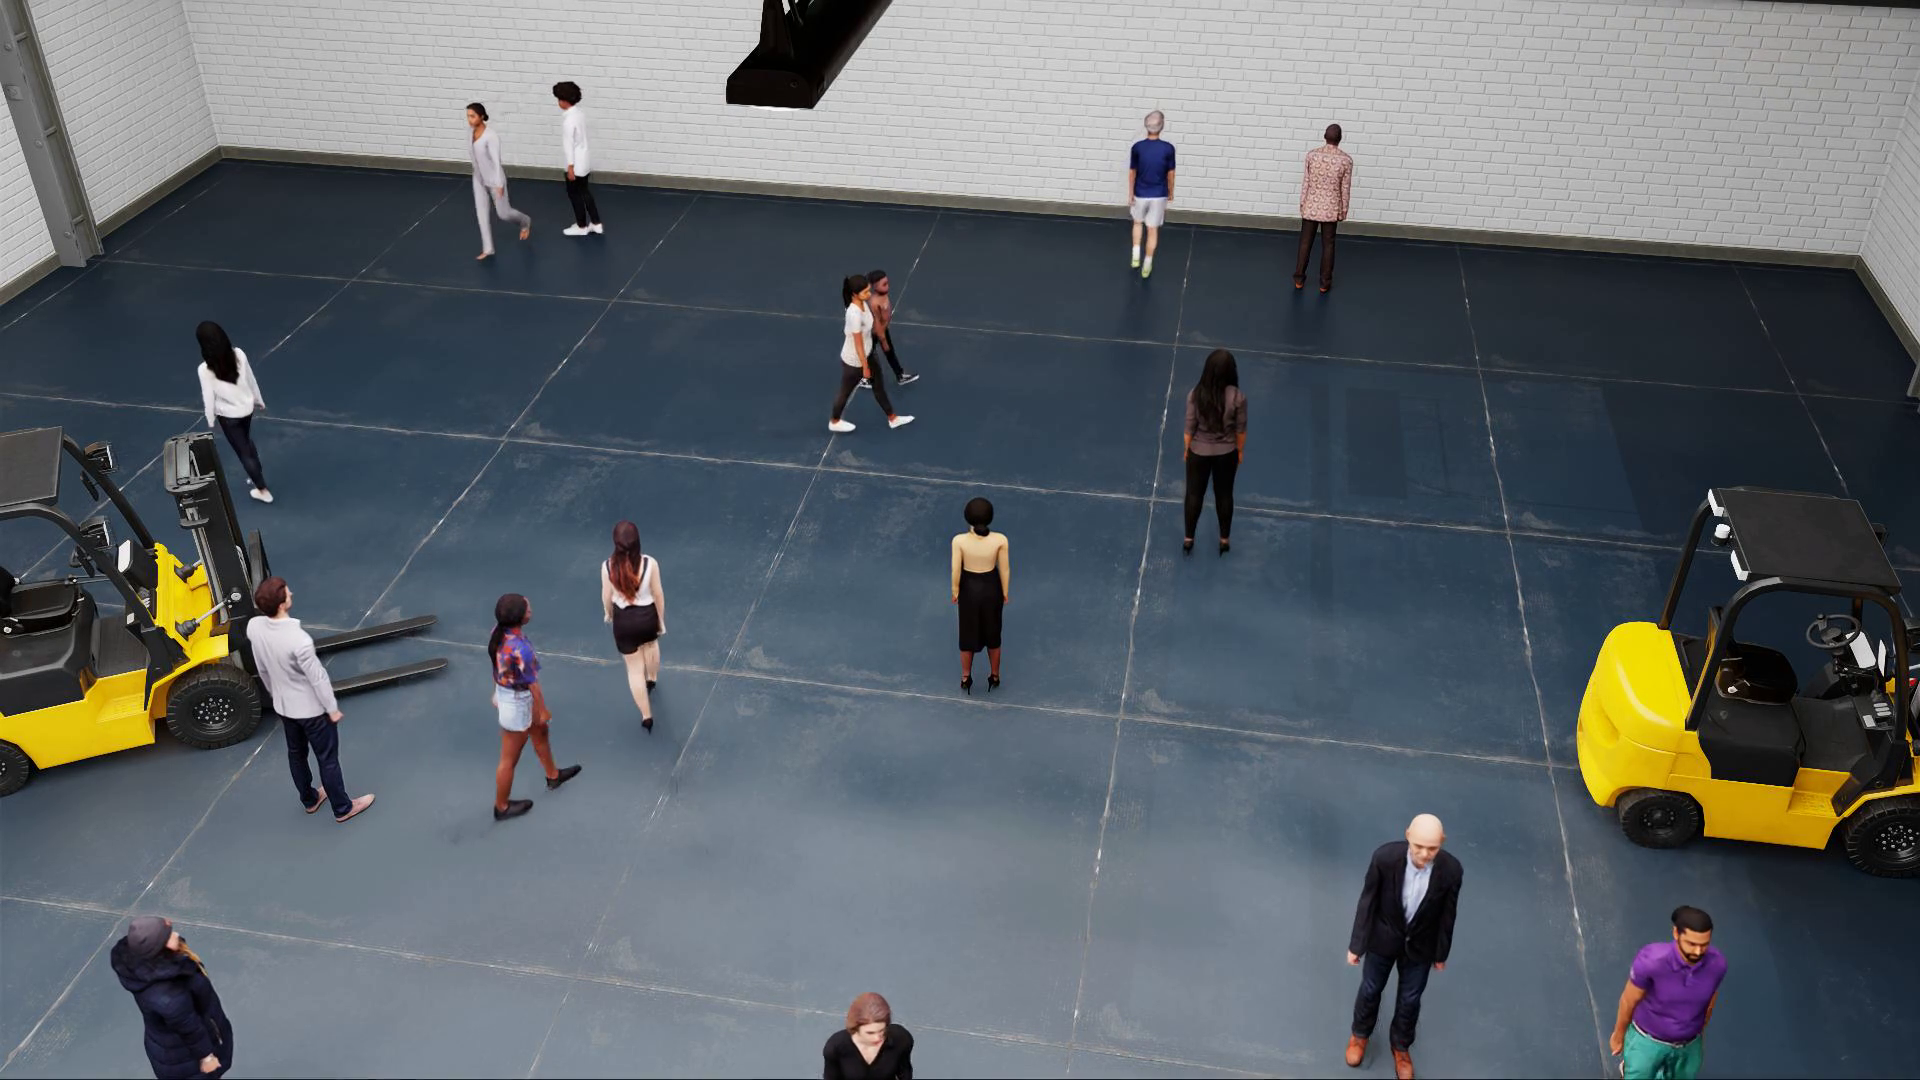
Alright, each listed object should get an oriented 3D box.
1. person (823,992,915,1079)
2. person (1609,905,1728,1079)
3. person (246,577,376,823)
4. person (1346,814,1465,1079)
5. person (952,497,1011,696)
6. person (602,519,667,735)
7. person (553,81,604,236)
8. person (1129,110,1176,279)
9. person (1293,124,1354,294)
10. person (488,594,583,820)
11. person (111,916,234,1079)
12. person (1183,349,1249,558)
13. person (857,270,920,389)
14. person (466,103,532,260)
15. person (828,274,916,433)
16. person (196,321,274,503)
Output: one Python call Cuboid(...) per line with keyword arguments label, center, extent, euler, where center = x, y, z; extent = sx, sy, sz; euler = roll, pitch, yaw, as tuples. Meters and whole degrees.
Cuboid(label="person", center=(-0.496, 2.746, 8.308), extent=(0.810, 1.672, 0.953), euler=(-8, 34, -12))
Cuboid(label="person", center=(3.598, 2.500, 8.605), extent=(0.714, 1.753, 0.838), euler=(0, 34, 0))
Cuboid(label="person", center=(-4.254, 1.033, 10.721), extent=(0.737, 1.852, 0.684), euler=(15, 36, 21))
Cuboid(label="person", center=(2.397, 2.161, 9.072), extent=(0.701, 1.800, 0.635), euler=(8, 34, 12))
Cuboid(label="person", center=(0.142, 0.399, 11.856), extent=(0.614, 1.653, 0.604), euler=(-2, 34, -3))
Cuboid(label="person", center=(-2.233, 0.639, 11.521), extent=(0.797, 1.624, 0.960), euler=(-10, 35, -15))
Cuboid(label="person", center=(-4.300, -4.281, 18.763), extent=(0.701, 1.802, 0.632), euler=(7, 34, 11))
Cuboid(label="person", center=(2.035, -3.673, 17.828), extent=(0.639, 1.824, 0.597), euler=(6, 34, 9))
Cuboid(label="person", center=(3.831, -3.509, 17.600), extent=(0.701, 1.803, 0.638), euler=(10, 35, 15))
Cuboid(label="person", center=(-2.935, 1.112, 10.731), extent=(0.971, 1.711, 0.919), euler=(-22, 39, -29))
Cuboid(label="person", center=(-4.006, 2.565, 8.579), extent=(0.837, 1.674, 0.792), euler=(-26, 42, -34))
Cuboid(label="person", center=(2.024, -0.681, 13.311), extent=(0.638, 1.841, 0.579), euler=(5, 34, 7))
Cuboid(label="person", center=(-0.861, -1.994, 15.848), extent=(0.661, 1.219, 0.836), euler=(9, 35, 13))
Cuboid(label="person", center=(-5.154, -4.010, 18.437), extent=(0.846, 1.711, 1.122), euler=(17, 37, 24))
Cuboid(label="person", center=(-1.013, -1.639, 14.965), extent=(0.690, 1.605, 0.971), euler=(2, 34, 3))
Cuboid(label="person", center=(-6.038, -1.047, 14.000), extent=(0.796, 1.688, 0.679), euler=(18, 38, 25))
